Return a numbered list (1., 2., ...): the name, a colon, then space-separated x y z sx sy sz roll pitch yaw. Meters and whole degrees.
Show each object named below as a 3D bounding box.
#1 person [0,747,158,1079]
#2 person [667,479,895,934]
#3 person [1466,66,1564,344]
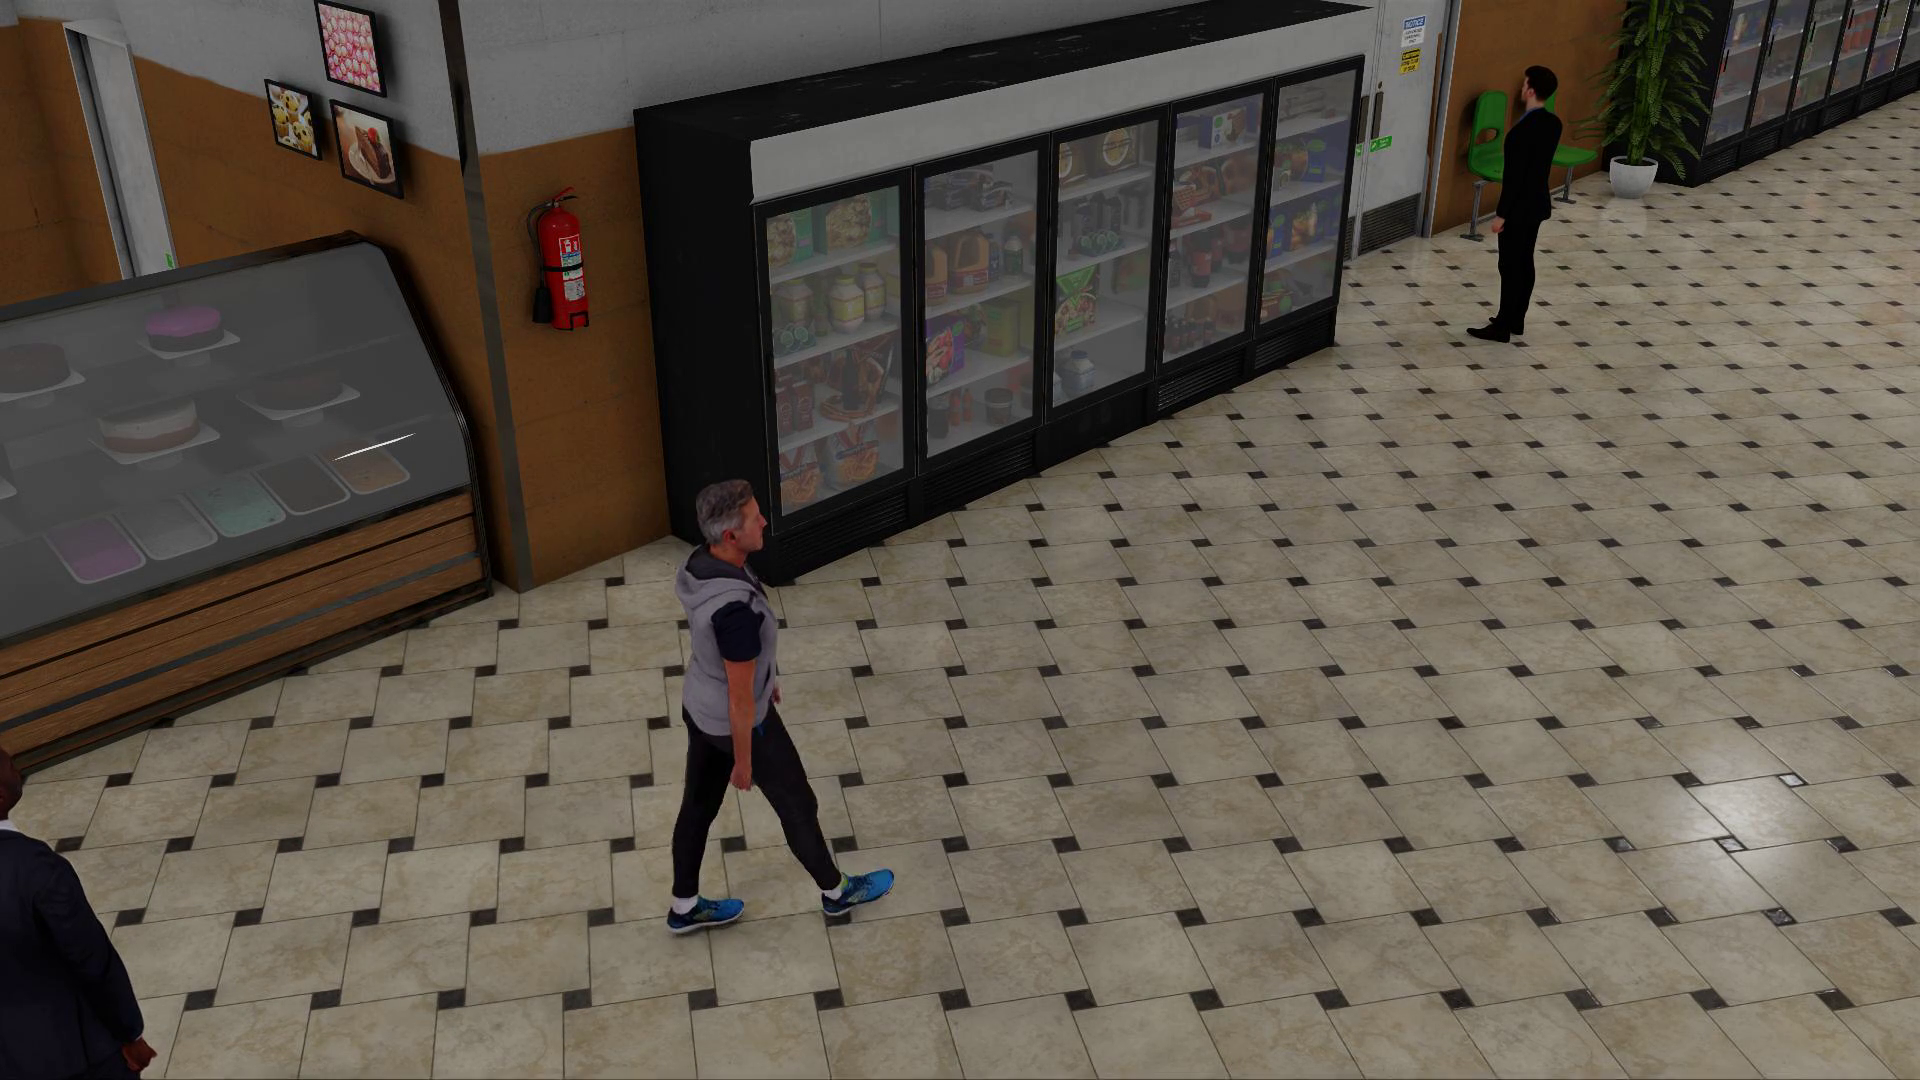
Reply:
1. person: -2.423 1.308 4.434 0.755 1.824 0.850 4 27 8
2. person: -0.885 0.651 5.763 0.971 1.793 1.084 -13 30 -23
3. person: 3.891 -2.311 11.492 0.575 1.894 0.670 24 36 39
